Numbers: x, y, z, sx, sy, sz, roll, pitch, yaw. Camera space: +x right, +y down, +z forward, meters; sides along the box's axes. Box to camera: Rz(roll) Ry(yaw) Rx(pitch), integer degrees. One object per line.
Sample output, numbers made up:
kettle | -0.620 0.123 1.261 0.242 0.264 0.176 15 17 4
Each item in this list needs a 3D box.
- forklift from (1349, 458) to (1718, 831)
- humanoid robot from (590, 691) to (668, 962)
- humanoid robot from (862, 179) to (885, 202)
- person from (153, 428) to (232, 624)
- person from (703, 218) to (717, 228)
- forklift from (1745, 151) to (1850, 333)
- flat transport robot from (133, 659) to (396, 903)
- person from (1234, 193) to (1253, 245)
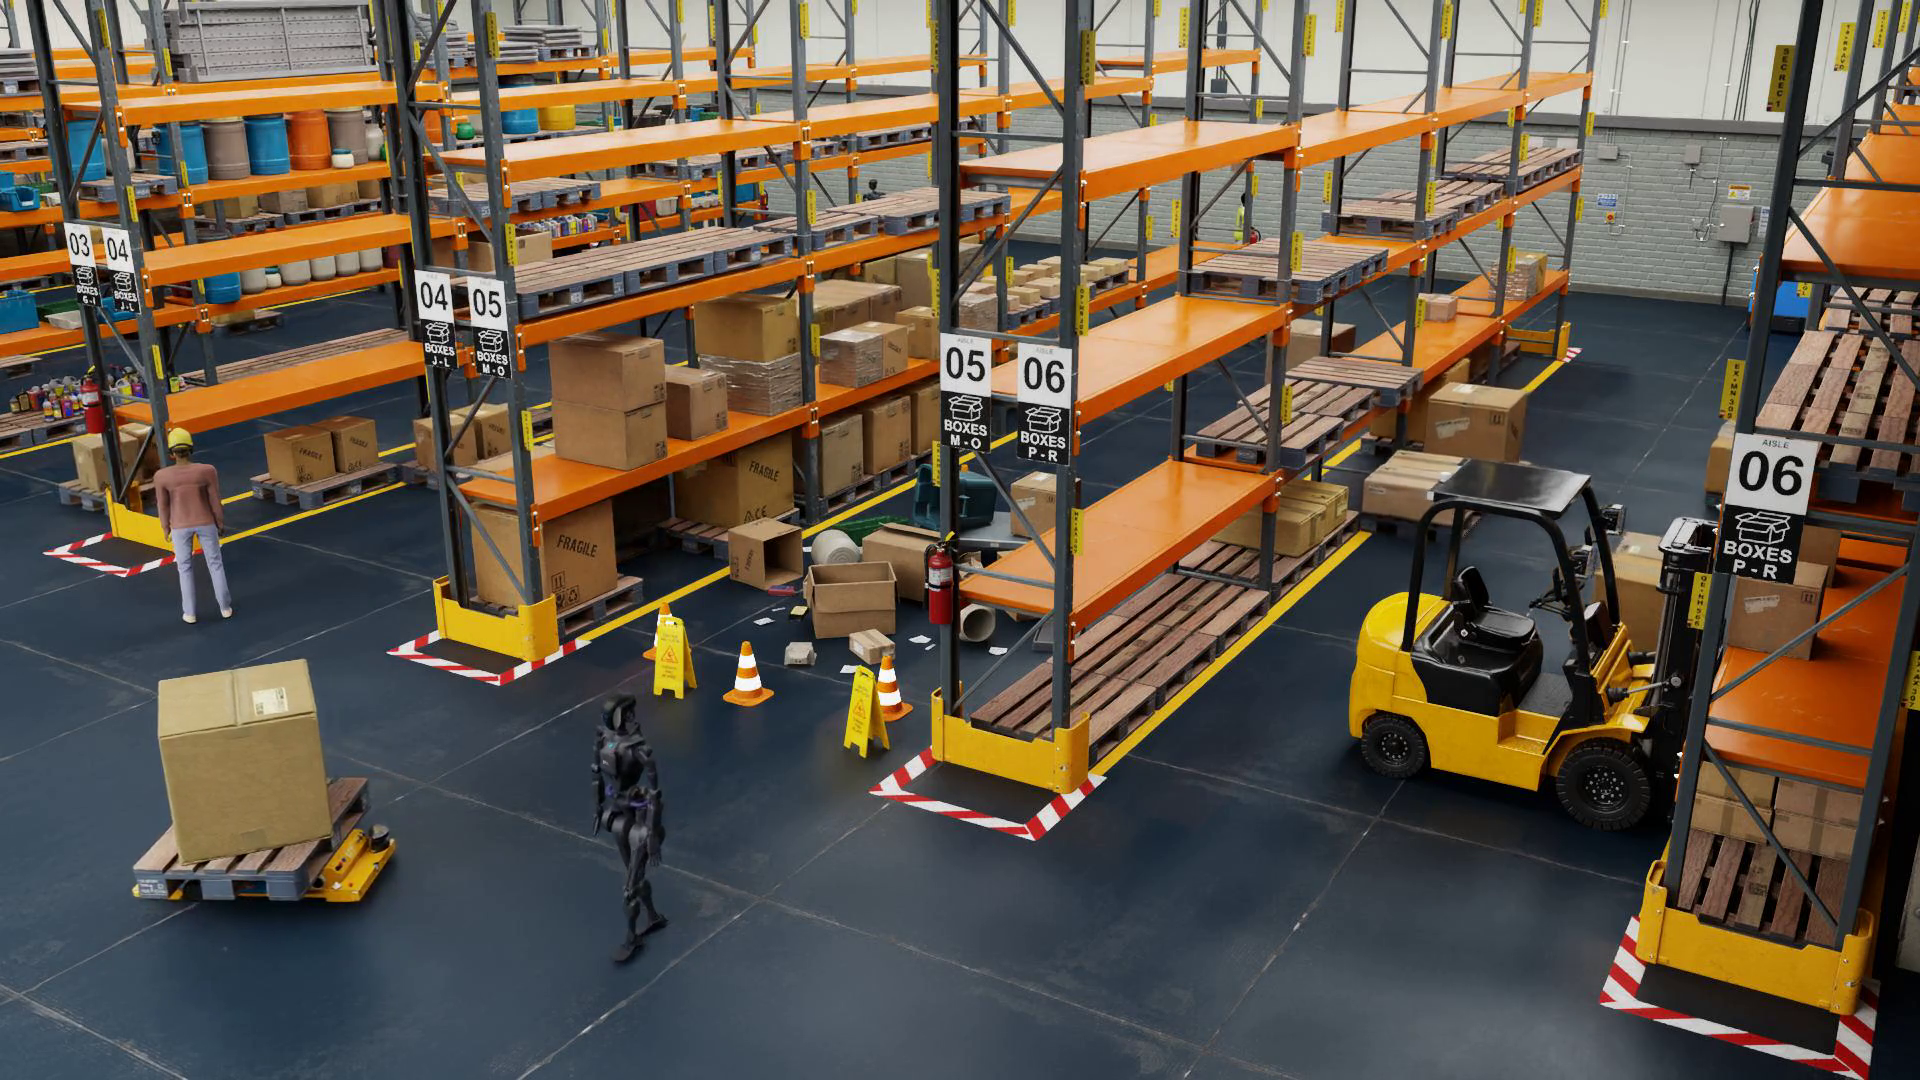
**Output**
forklift | 3.988 0.658 11.776 2.313 2.155 1.214 11 22 29
humanoid robot | -1.957 1.636 9.735 0.590 1.641 0.559 13 23 33
humanoid robot | -1.662 -6.203 32.390 0.596 1.646 0.361 -9 21 -25
person | -6.792 -0.131 14.718 0.519 1.758 0.339 -10 21 -26
person | -5.242 -7.061 34.861 0.489 1.688 0.348 -6 20 -16
forklift | 13.620 -4.667 26.137 1.873 2.768 1.129 11 22 29
flat transport robot | -4.440 2.069 10.633 1.431 0.231 0.659 0 19 1
person | 5.175 -5.511 30.378 0.321 1.686 0.537 -1 19 -4
